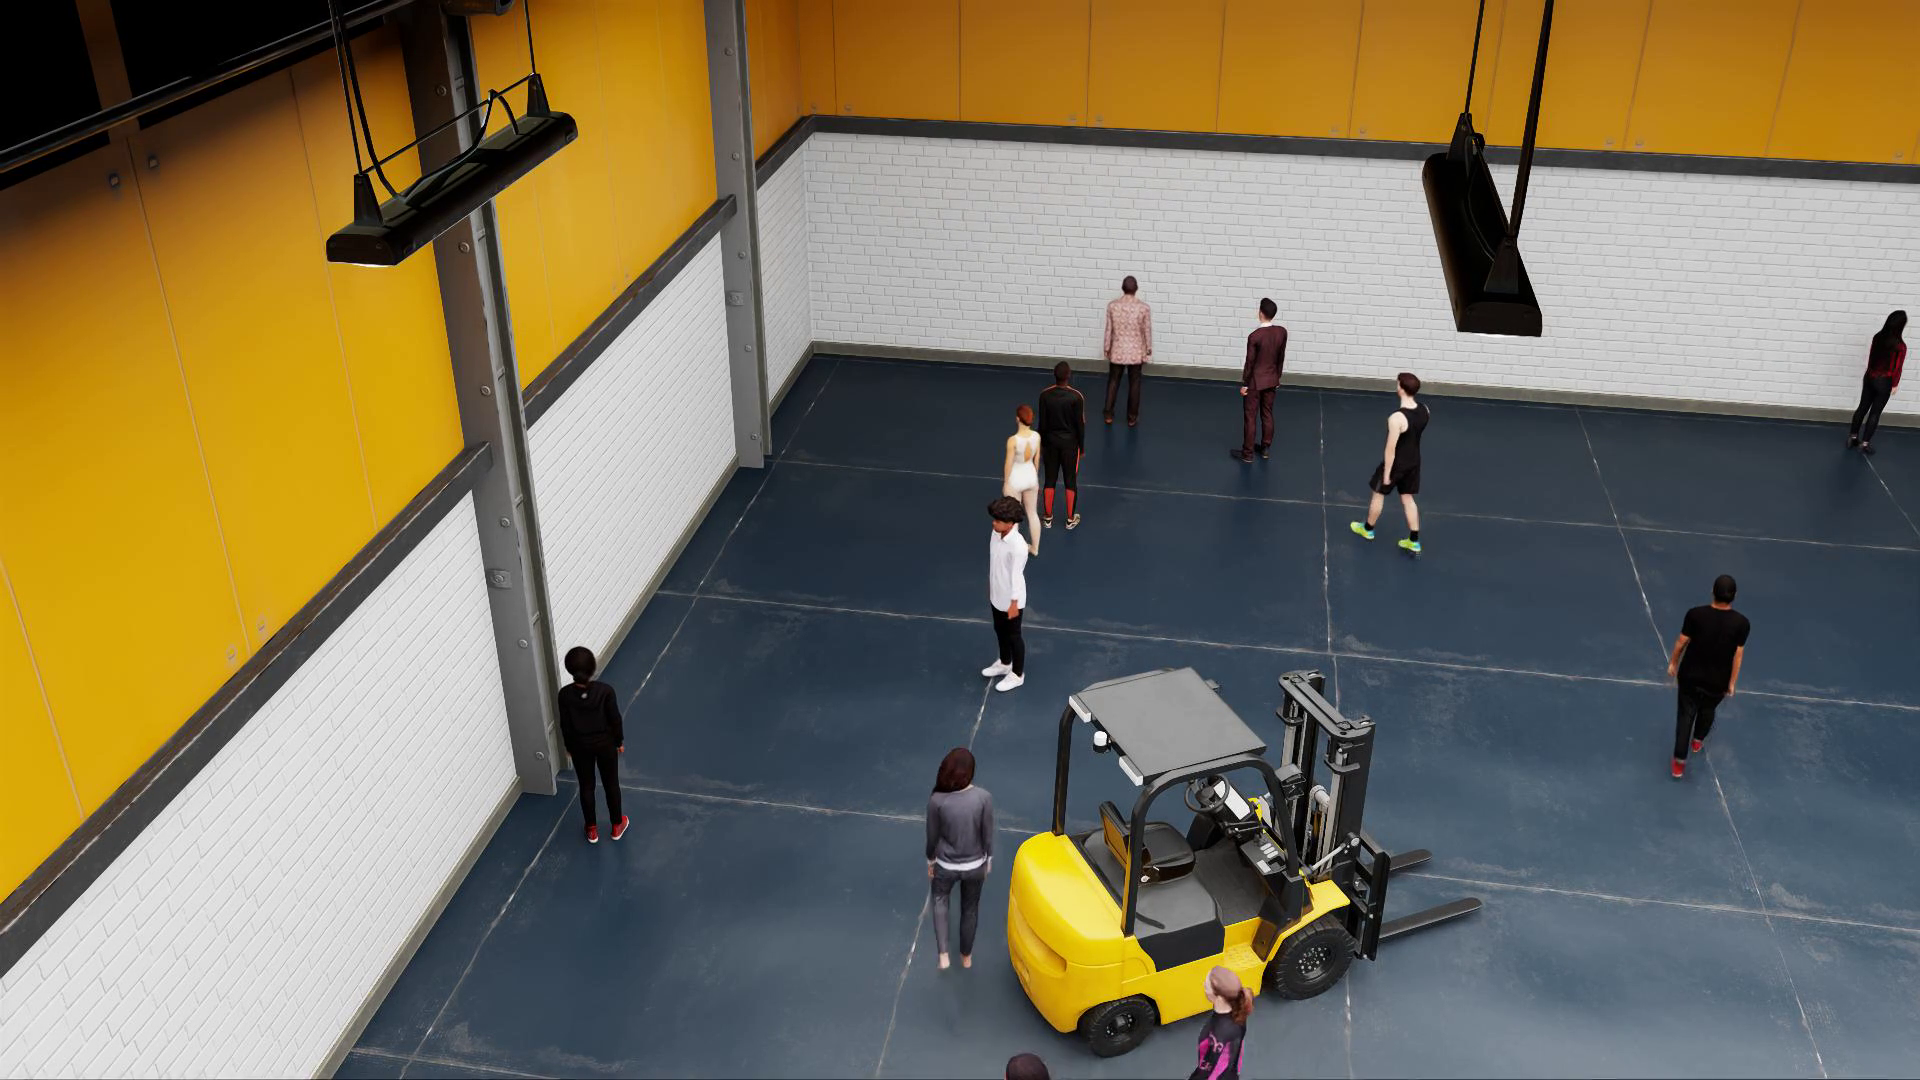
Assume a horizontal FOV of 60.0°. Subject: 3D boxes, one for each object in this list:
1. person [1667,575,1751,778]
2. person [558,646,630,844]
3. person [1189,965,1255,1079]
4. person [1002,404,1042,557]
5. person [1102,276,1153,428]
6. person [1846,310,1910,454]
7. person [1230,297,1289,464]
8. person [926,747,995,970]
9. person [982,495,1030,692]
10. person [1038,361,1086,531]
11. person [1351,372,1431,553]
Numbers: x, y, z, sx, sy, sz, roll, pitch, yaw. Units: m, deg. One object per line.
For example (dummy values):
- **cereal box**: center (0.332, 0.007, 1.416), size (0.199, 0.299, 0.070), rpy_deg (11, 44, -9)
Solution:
- **person**: center (5.864, 1.102, 13.127), size (0.796, 1.733, 1.036), rpy_deg (12, 31, 21)
- **person**: center (-2.738, 1.524, 12.414), size (0.656, 1.674, 0.617), rpy_deg (-4, 29, -7)
- **person**: center (1.531, 3.141, 9.394), size (0.738, 1.728, 0.873), rpy_deg (11, 30, 19)
- **person**: center (0.613, -0.562, 16.271), size (0.600, 1.643, 0.652), rpy_deg (-17, 33, -28)
- **person**: center (1.921, -2.139, 18.996), size (0.712, 1.802, 0.650), rpy_deg (7, 29, 13)
- **person**: center (10.185, -1.756, 18.452), size (0.719, 1.651, 0.617), rpy_deg (-11, 31, -19)
- **person**: center (3.303, -1.750, 18.216), size (0.779, 1.865, 0.815), rpy_deg (-15, 32, -25)
- **person**: center (0.011, 2.201, 11.089), size (0.680, 1.755, 0.777), rpy_deg (-1, 29, -2)
- **person**: center (0.408, 0.439, 14.266), size (0.763, 1.805, 0.677), rpy_deg (-14, 32, -24)
- **person**: center (1.022, -0.965, 16.838), size (0.625, 1.808, 0.524), rpy_deg (6, 29, 10)
- **person**: center (4.399, -0.735, 16.359), size (1.064, 1.862, 1.161), rpy_deg (-16, 32, -26)
